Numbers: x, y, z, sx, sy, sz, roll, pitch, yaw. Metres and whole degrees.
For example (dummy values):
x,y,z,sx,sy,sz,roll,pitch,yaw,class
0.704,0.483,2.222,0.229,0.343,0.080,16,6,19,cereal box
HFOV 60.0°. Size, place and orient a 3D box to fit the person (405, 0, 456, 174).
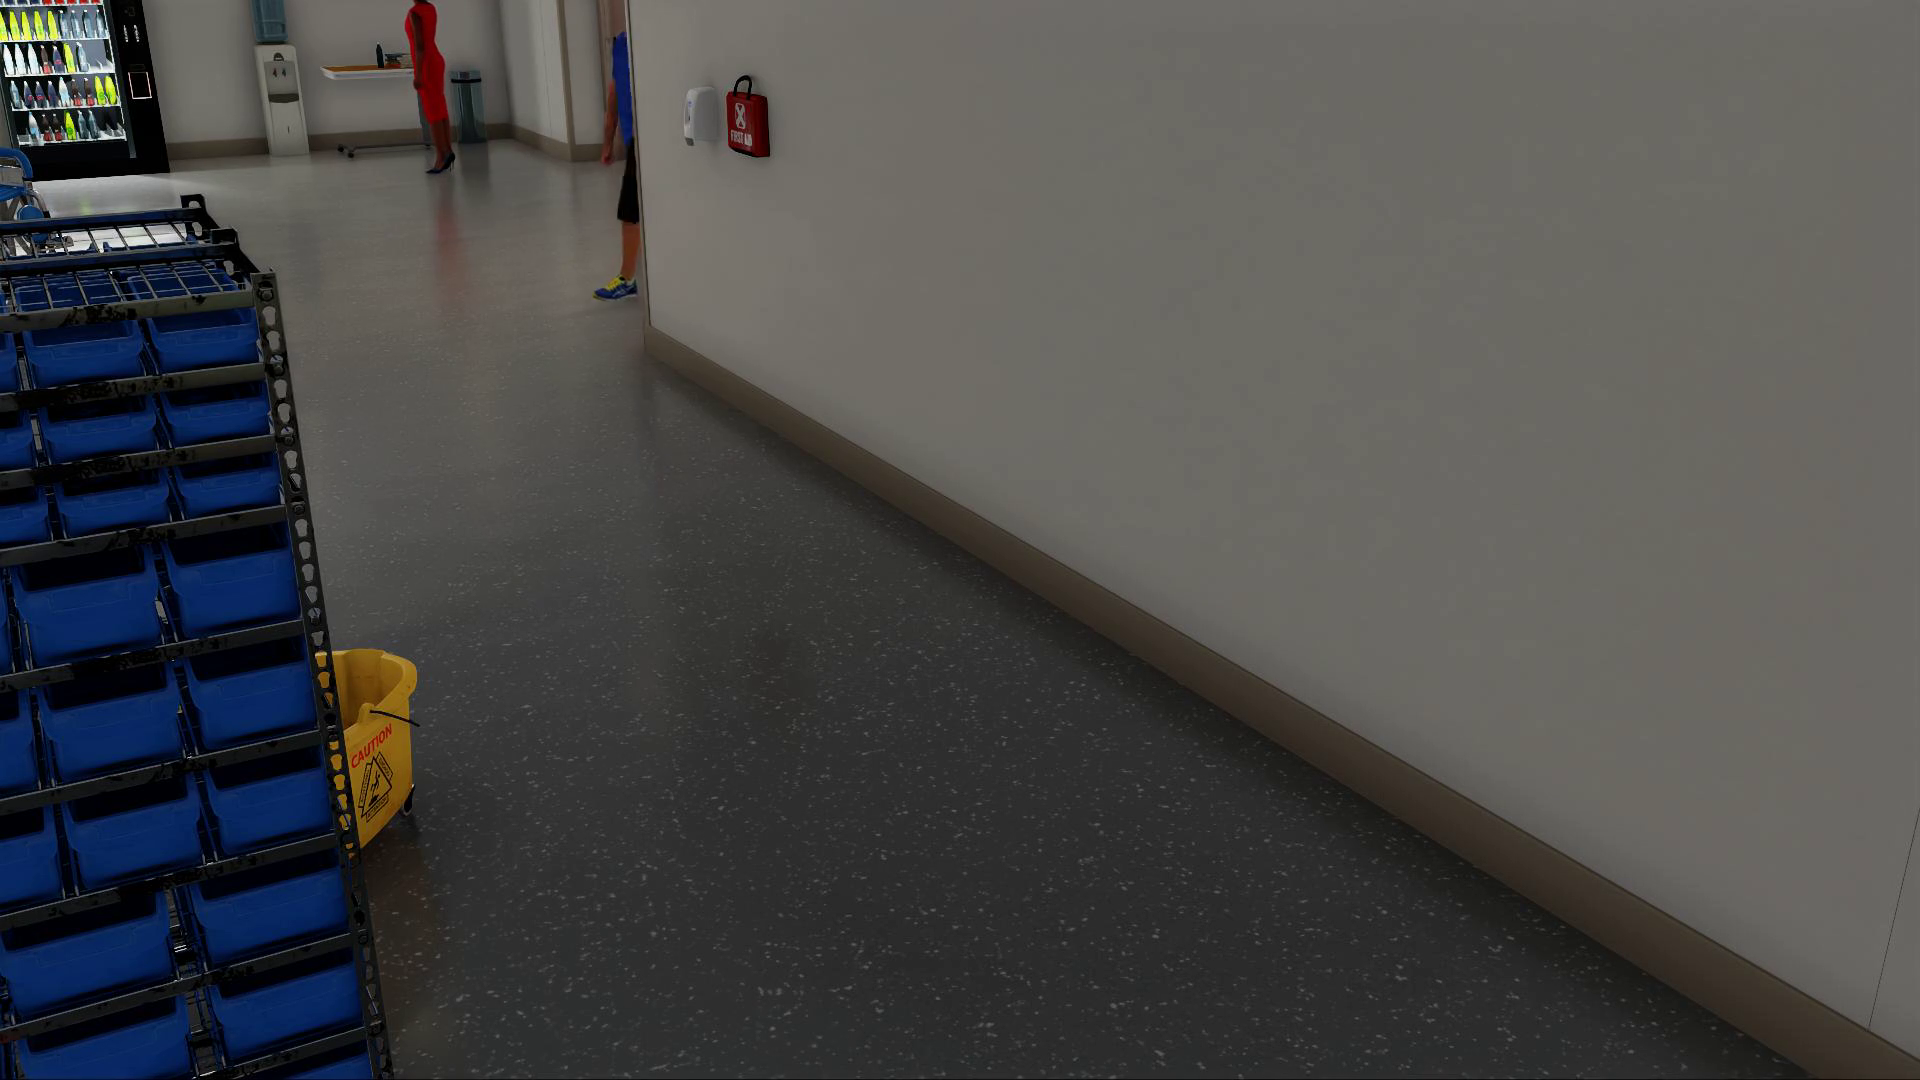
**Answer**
x,y,z,sx,sy,sz,roll,pitch,yaw,class
-4.775,-4.202,14.963,0.669,1.743,0.645,1,21,3,person
